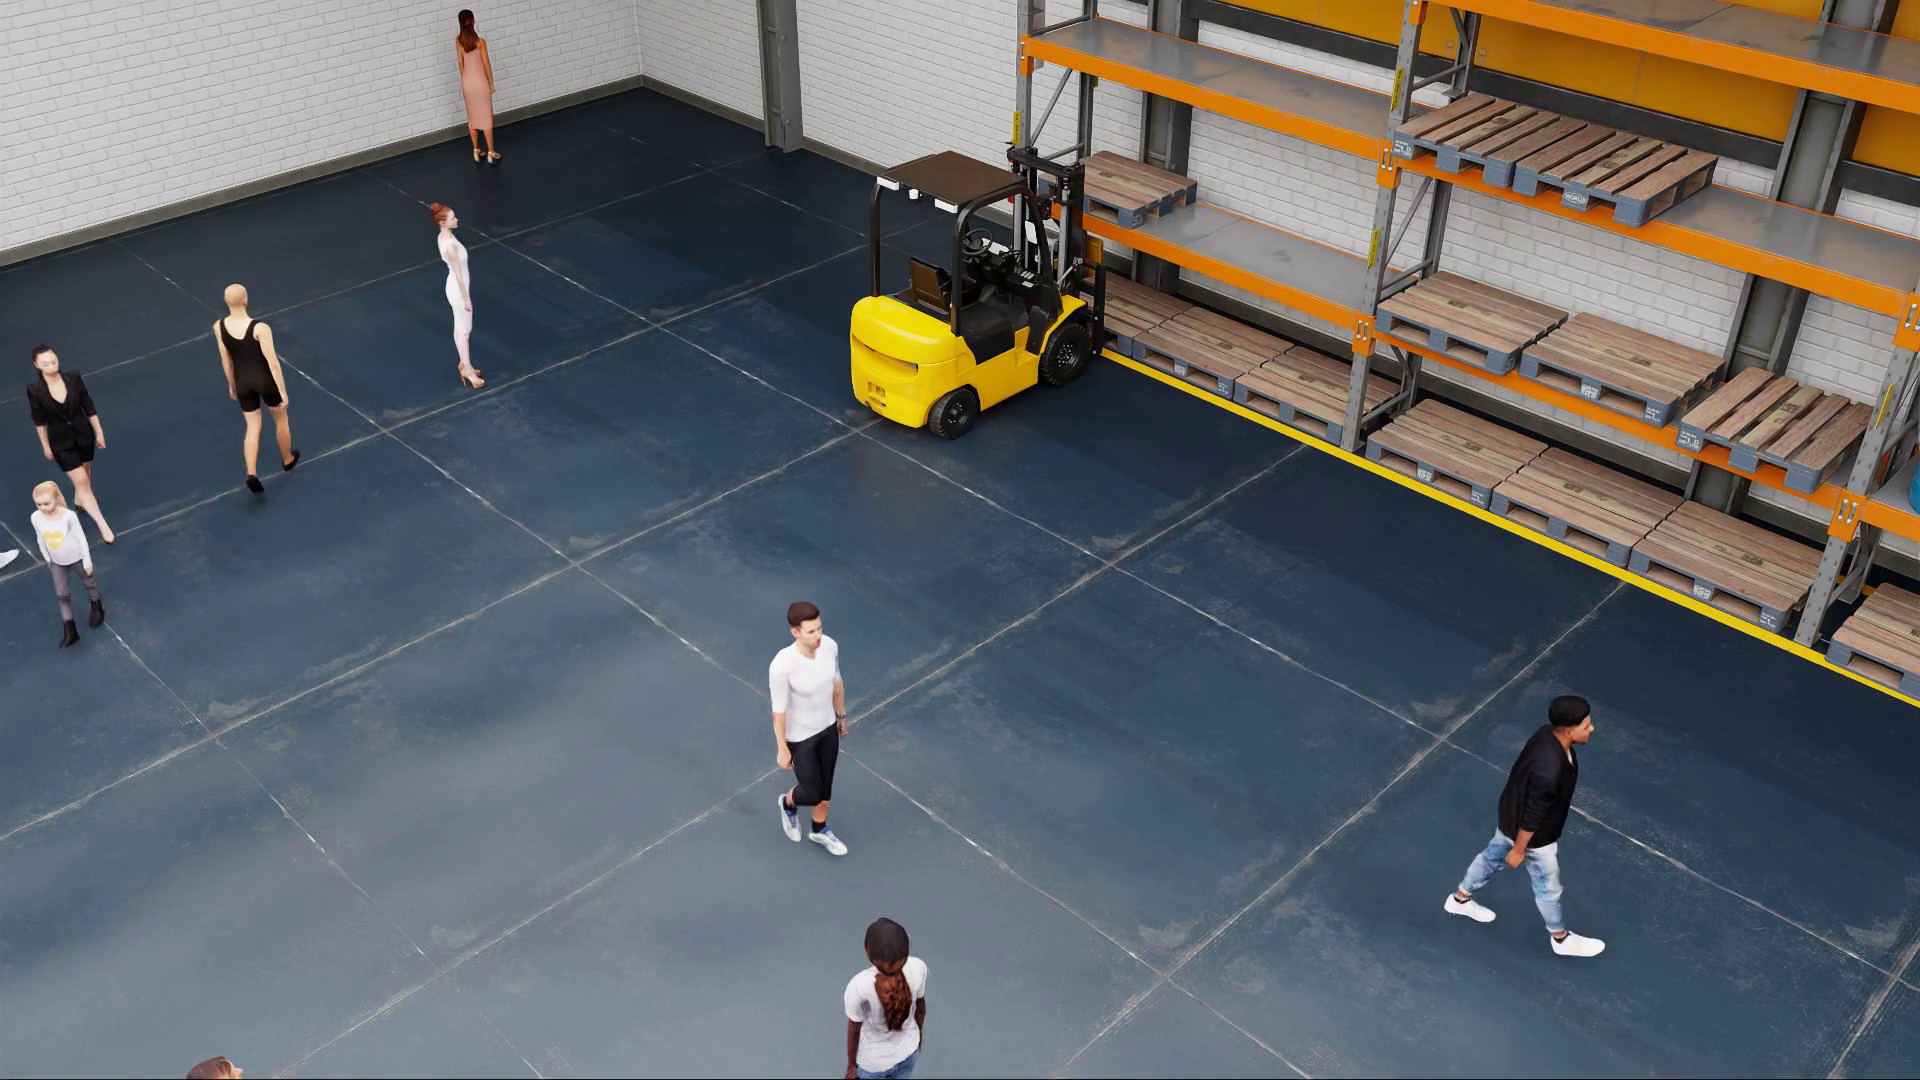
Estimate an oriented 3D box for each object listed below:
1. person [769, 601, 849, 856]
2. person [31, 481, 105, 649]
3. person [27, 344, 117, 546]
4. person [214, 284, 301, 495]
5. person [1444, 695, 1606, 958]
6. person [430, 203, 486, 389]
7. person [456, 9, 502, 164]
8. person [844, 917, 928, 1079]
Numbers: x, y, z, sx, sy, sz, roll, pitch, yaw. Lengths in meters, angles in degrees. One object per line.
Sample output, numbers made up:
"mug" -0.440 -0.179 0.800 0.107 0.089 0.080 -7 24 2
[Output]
"person" -0.969 1.120 10.127 0.748 1.844 0.684 28 43 35
"person" -6.513 0.098 12.195 0.779 1.257 0.897 -5 34 -8
"person" -7.067 -0.802 13.190 1.047 1.655 0.605 29 43 36
"person" -5.836 -1.225 13.702 1.081 1.792 1.129 1 34 2
"person" 3.161 1.591 9.484 1.251 1.771 1.033 11 35 16
"person" -4.600 -2.243 15.232 0.693 1.793 0.543 -13 36 -18
"person" -5.848 -5.474 20.060 0.612 1.831 0.710 7 34 11
"person" -0.321 2.543 8.101 0.694 1.716 0.769 -18 38 -25
